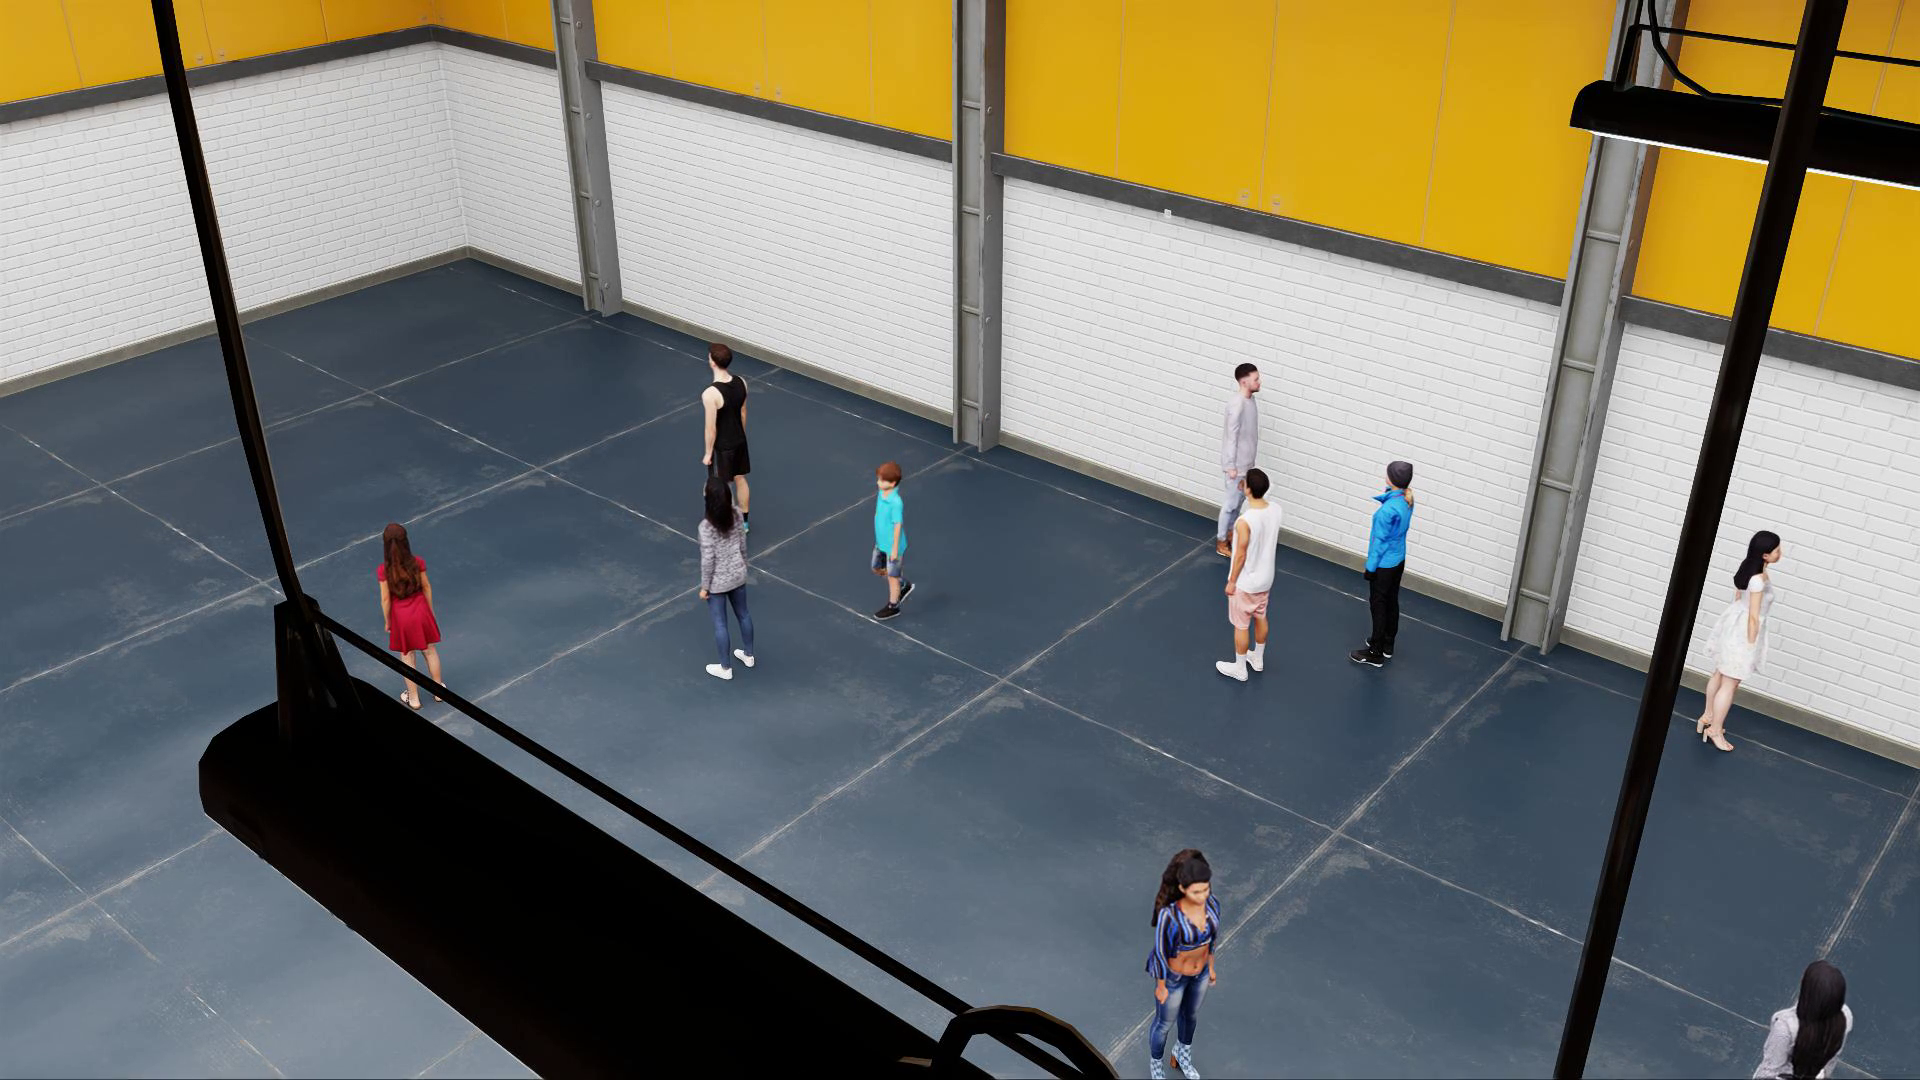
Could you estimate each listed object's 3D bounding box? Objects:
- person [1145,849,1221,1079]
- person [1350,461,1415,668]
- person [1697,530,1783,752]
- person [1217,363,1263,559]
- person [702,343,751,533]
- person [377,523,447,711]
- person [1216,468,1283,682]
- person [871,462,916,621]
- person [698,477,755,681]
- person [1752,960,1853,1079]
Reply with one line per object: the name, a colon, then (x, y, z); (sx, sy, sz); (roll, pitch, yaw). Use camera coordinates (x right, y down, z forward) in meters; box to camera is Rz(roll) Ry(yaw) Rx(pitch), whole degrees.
person: (1.246, 2.421, 9.298); (0.674, 1.614, 0.662); (-15, 32, -25)
person: (3.400, 0.181, 13.213); (0.518, 1.797, 0.617); (23, 36, 36)
person: (5.745, 0.725, 12.240); (0.784, 1.774, 0.759); (7, 29, 12)
person: (2.484, -0.727, 14.834); (0.660, 1.839, 0.727); (13, 31, 23)
person: (-2.113, -0.889, 15.075); (0.600, 1.892, 0.685); (19, 34, 31)
person: (-4.223, 0.573, 12.749); (0.626, 1.553, 0.682); (-17, 33, -28)
person: (2.290, 0.277, 13.048); (0.685, 1.786, 0.615); (-21, 35, -34)
person: (-0.527, -0.017, 13.943); (0.711, 1.445, 0.674); (-14, 32, -25)
person: (-1.851, 0.286, 13.089); (0.525, 1.732, 0.617); (24, 37, 37)
person: (4.206, 2.813, 8.464); (0.670, 1.724, 0.706); (-5, 29, -10)
